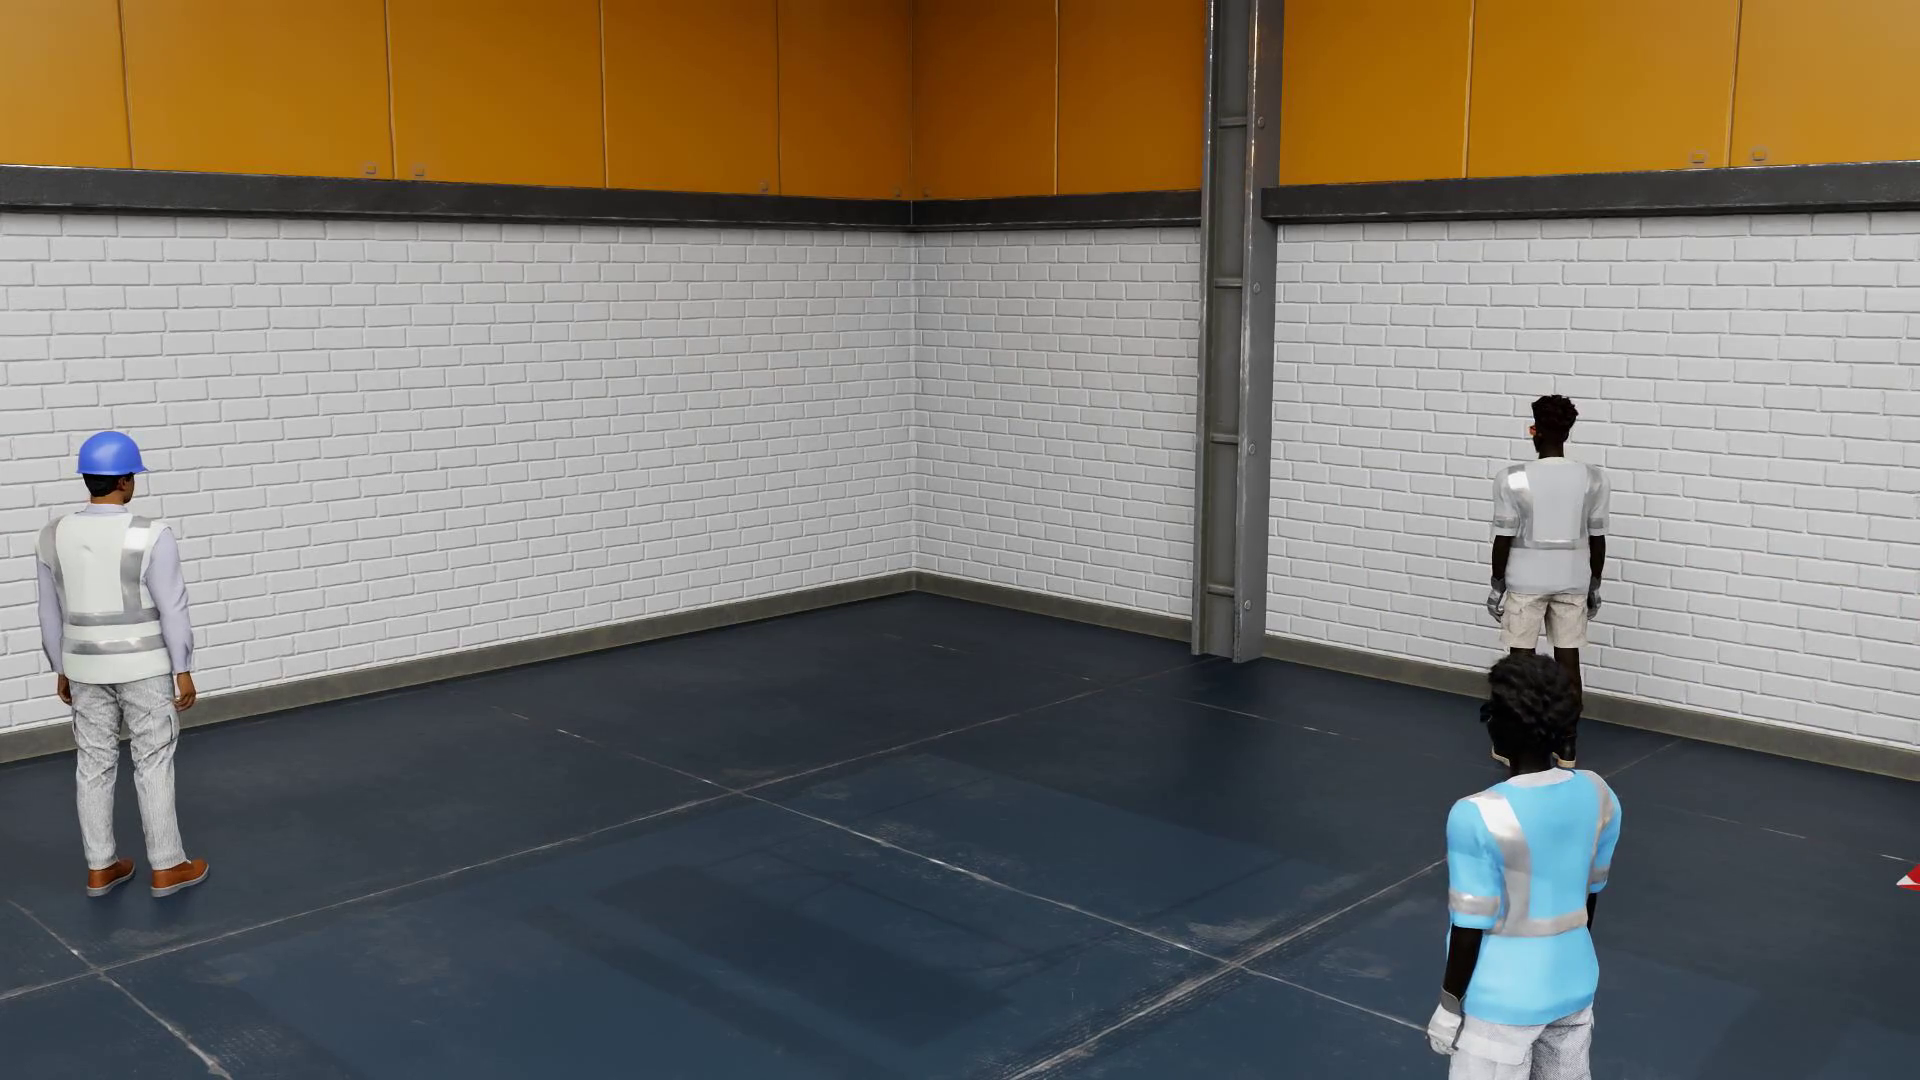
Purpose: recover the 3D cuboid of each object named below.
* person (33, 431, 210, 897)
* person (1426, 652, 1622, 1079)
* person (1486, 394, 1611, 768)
[{"bbox_3d":[-3.473,0.521,6.900,0.614,1.946,0.390,1,9,4],"label":"person"},{"bbox_3d":[1.363,1.106,4.075,0.535,1.699,0.318,-6,11,-31],"label":"person"},{"bbox_3d":[3.055,0.222,8.680,0.606,1.966,0.367,0,9,2],"label":"person"}]
